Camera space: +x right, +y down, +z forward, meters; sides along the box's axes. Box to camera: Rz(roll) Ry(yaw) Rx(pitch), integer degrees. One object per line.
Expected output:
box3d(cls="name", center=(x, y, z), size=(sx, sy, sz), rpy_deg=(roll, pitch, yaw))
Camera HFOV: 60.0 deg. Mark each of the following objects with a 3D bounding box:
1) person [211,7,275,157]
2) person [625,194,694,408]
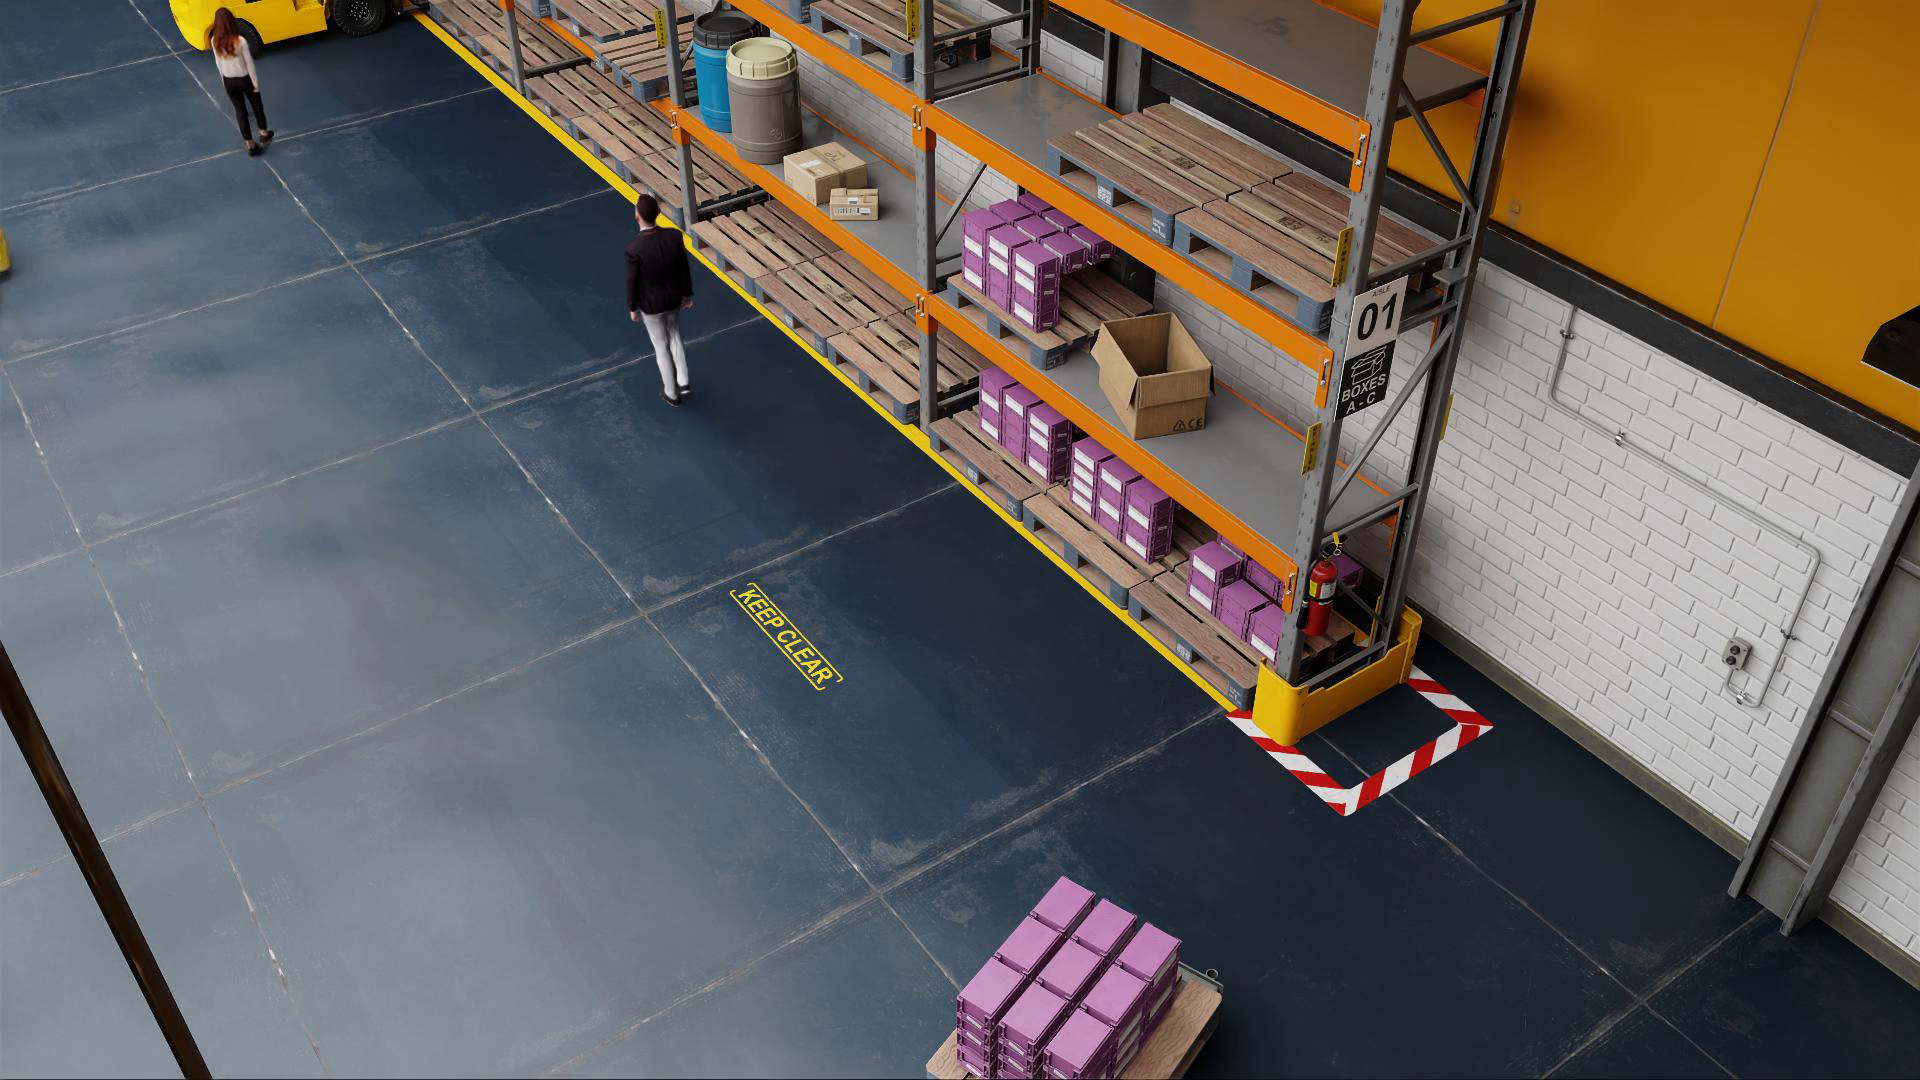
box3d(cls="person", center=(-7.268, -4.576, 16.730), size=(0.747, 1.464, 0.852), rpy_deg=(-5, 39, -7))
box3d(cls="person", center=(-2.292, -1.809, 12.966), size=(0.666, 1.838, 0.605), rpy_deg=(-22, 44, -26))
